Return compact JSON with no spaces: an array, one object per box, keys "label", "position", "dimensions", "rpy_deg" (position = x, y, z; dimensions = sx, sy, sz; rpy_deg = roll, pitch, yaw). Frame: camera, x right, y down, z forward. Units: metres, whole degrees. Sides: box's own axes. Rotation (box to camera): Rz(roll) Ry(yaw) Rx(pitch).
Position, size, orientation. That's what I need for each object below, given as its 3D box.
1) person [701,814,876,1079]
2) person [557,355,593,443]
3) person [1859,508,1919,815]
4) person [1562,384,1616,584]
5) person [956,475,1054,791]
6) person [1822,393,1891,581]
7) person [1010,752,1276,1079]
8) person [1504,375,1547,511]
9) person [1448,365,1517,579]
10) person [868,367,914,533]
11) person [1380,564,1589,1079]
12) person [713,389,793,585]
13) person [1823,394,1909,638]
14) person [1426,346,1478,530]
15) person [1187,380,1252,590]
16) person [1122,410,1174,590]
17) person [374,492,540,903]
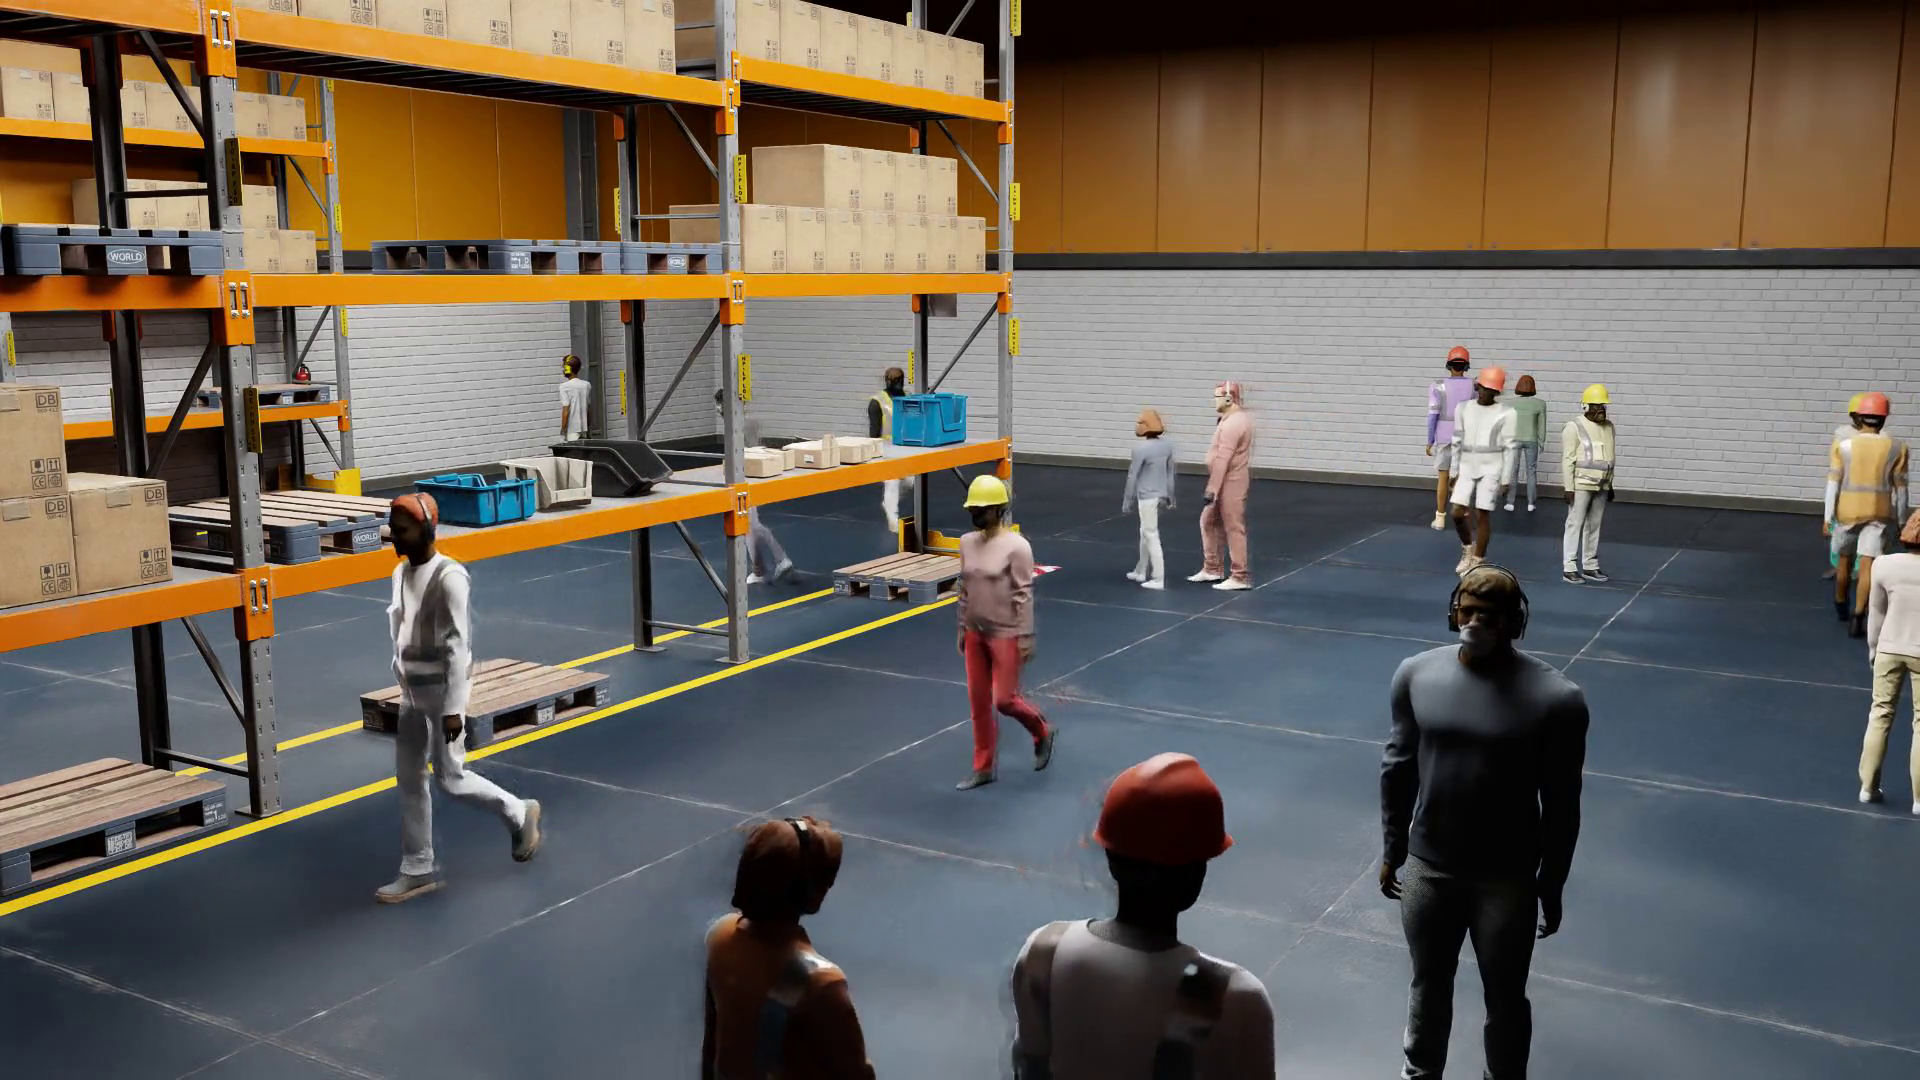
[{"label":"person","position":[-0.333,1.418,3.882],"dimensions":[0.656,1.612,0.525],"rpy_deg":[-6,11,-33]},{"label":"person","position":[-4.635,-1.286,19.993],"dimensions":[0.313,1.866,0.538],"rpy_deg":[5,11,30]},{"label":"person","position":[5.047,0.628,8.804],"dimensions":[0.285,1.626,0.495],"rpy_deg":[-7,12,-39]},{"label":"person","position":[5.792,-0.515,15.283],"dimensions":[0.600,1.832,0.404],"rpy_deg":[-5,10,-26]},{"label":"person","position":[0.231,0.504,9.178],"dimensions":[0.525,1.758,0.511],"rpy_deg":[9,13,44]},{"label":"person","position":[8.215,-0.472,15.278],"dimensions":[0.579,1.743,0.545],"rpy_deg":[-7,11,-37]},{"label":"person","position":[0.386,1.366,3.294],"dimensions":[0.560,1.919,0.528],"rpy_deg":[9,13,43]},{"label":"person","position":[6.739,-1.155,19.899],"dimensions":[0.507,1.633,0.278],"rpy_deg":[2,9,10]},{"label":"person","position":[4.783,-0.612,15.356],"dimensions":[0.654,2.003,0.437],"rpy_deg":[8,12,42]},{"label":"person","position":[-0.731,-1.004,18.360],"dimensions":[0.642,1.823,0.538],"rpy_deg":[-7,11,-36]},{"label":"person","position":[1.632,1.034,5.286],"dimensions":[0.630,1.940,0.372],"rpy_deg":[6,11,33]},{"label":"person","position":[-1.888,-0.482,15.094],"dimensions":[0.615,1.828,0.576],"rpy_deg":[2,9,14]},{"label":"person","position":[7.192,-0.212,13.212],"dimensions":[0.575,1.885,0.976],"rpy_deg":[5,10,28]},{"label":"person","position":[5.475,-1.124,18.429],"dimensions":[0.615,2.041,0.376],"rpy_deg":[1,9,5]},{"label":"person","position":[2.288,-0.483,14.899],"dimensions":[0.680,1.889,0.653],"rpy_deg":[2,9,10]},{"label":"person","position":[1.641,-0.375,15.066],"dimensions":[0.523,1.608,0.670],"rpy_deg":[-9,13,-43]},{"label":"person","position":[-2.352,0.698,7.624],"dimensions":[0.596,1.868,0.724],"rpy_deg":[8,12,42]}]
